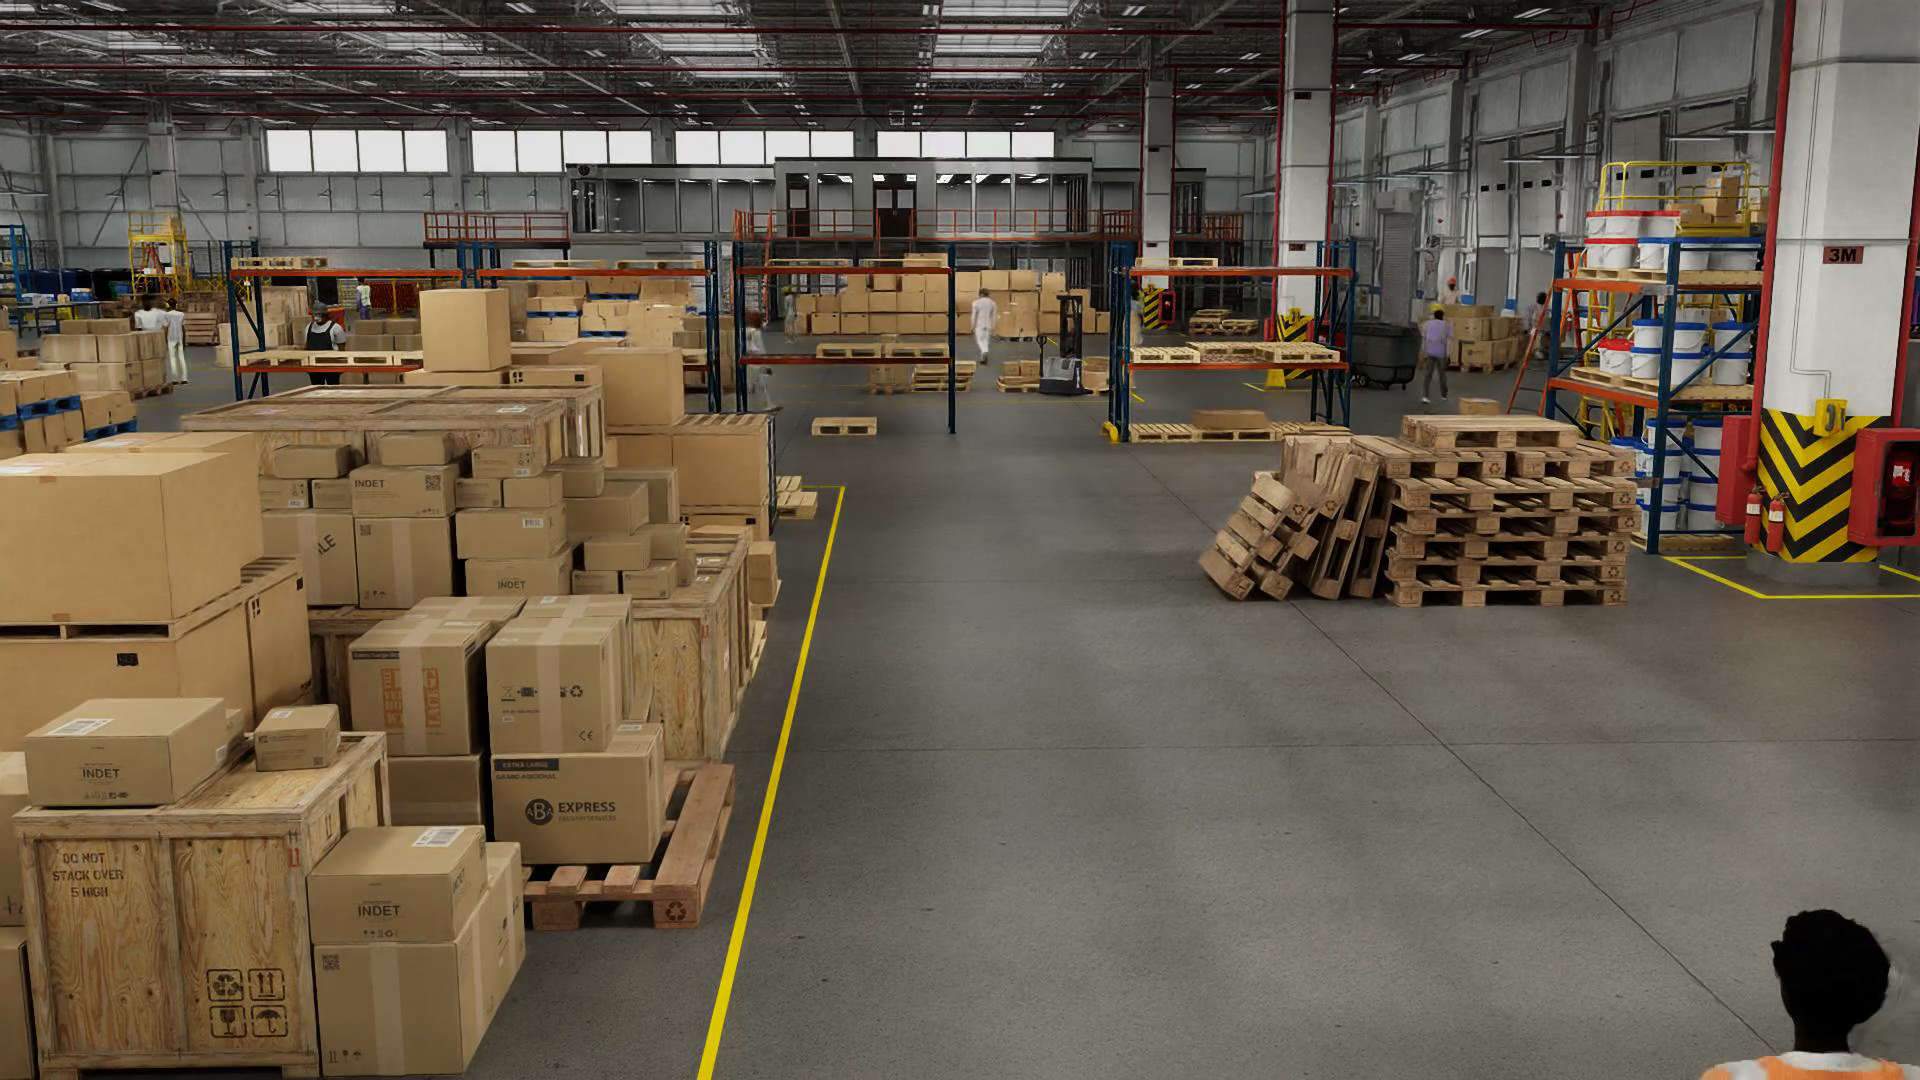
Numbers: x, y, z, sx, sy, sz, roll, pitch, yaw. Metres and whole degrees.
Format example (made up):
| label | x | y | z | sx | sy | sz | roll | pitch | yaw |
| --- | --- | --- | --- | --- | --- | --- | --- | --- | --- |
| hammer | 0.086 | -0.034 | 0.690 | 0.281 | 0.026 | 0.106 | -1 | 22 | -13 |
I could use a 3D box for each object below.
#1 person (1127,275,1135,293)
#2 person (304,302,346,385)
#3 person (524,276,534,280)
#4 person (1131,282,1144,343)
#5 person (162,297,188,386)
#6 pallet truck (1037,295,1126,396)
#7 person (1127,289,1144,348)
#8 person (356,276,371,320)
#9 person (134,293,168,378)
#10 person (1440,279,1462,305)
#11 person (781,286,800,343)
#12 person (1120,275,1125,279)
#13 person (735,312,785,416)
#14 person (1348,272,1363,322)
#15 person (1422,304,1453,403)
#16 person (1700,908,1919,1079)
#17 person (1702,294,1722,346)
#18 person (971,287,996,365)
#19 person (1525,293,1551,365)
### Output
| label | x | y | z | sx | sy | sz | roll | pitch | yaw |
| --- | --- | --- | --- | --- | --- | --- | --- | --- | --- |
| person | 6.296 | -8.918 | 61.288 | 0.373 | 1.934 | 0.552 | 2 | 10 | 12 |
| person | -10.671 | -2.969 | 27.858 | 0.687 | 2.000 | 0.535 | 1 | 10 | 6 |
| person | -19.321 | -11.221 | 74.525 | 0.511 | 1.796 | 0.977 | 0 | 10 | 0 |
| person | 5.236 | -6.783 | 49.703 | 0.431 | 1.835 | 0.624 | 7 | 12 | 35 |
| person | -16.603 | -4.191 | 35.145 | 0.323 | 1.871 | 0.528 | 6 | 12 | 31 |
| pallet truck | 2.483 | -3.881 | 33.060 | 1.885 | 1.965 | 0.823 | -7 | 13 | -36 |
| person | 4.353 | -5.319 | 41.467 | 0.559 | 1.854 | 0.459 | 9 | 14 | 43 |
| person | -19.343 | -7.592 | 53.972 | 0.392 | 1.915 | 0.590 | 4 | 11 | 20 |
| person | -17.386 | -4.352 | 35.853 | 0.671 | 1.934 | 0.710 | -3 | 10 | -14 |
| person | 14.485 | -6.724 | 49.043 | 0.646 | 1.936 | 1.009 | 1 | 10 | 5 |
| person | -5.107 | -6.769 | 49.976 | 0.437 | 1.700 | 0.625 | 4 | 11 | 20 |
| person | 6.766 | -10.137 | 68.287 | 0.577 | 1.872 | 0.406 | -1 | 10 | -7 |
| person | -3.456 | -2.990 | 28.552 | 1.002 | 1.830 | 0.588 | -5 | 11 | -25 |
| person | 14.401 | -8.779 | 60.531 | 0.628 | 1.924 | 0.585 | -1 | 10 | -4 |
| person | 9.006 | -3.512 | 31.398 | 0.594 | 1.863 | 1.006 | 7 | 12 | 33 |
| person | 1.765 | 1.578 | 3.555 | 0.546 | 1.665 | 0.800 | 0 | 10 | 2 |
| person | 15.902 | -4.243 | 35.266 | 0.355 | 1.930 | 0.587 | 9 | 14 | 42 |
| person | 0.602 | -5.257 | 40.913 | 0.635 | 1.926 | 0.570 | -4 | 11 | -21 |
| person | 14.302 | -5.214 | 41.077 | 0.643 | 1.785 | 0.994 | -4 | 11 | -22 |
